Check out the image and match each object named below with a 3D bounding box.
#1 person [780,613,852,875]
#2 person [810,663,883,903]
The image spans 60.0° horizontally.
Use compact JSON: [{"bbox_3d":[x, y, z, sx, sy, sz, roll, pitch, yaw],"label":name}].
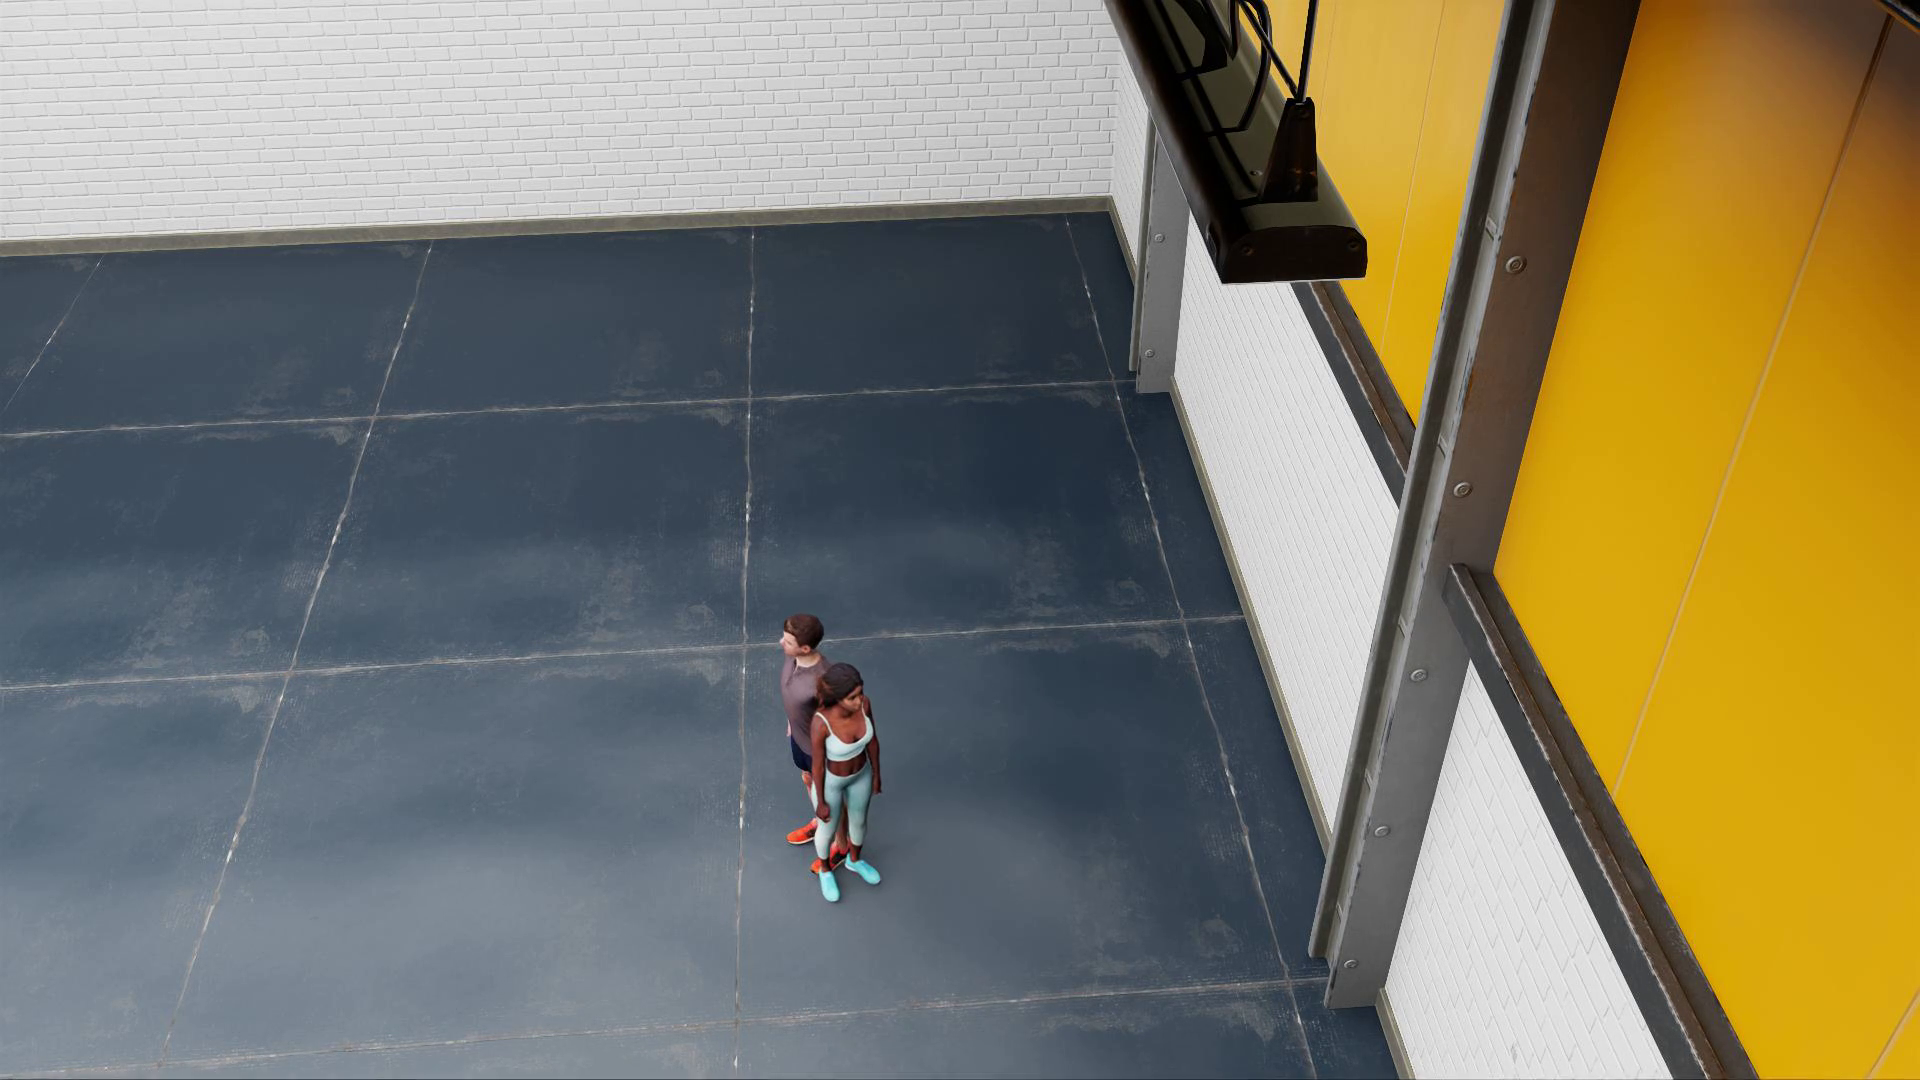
[{"bbox_3d":[-0.795,1.111,9.241,0.789,1.851,0.646,-21,43,-24],"label":"person"},{"bbox_3d":[-0.638,1.317,9.086,0.667,1.721,0.700,-23,44,-26],"label":"person"}]
